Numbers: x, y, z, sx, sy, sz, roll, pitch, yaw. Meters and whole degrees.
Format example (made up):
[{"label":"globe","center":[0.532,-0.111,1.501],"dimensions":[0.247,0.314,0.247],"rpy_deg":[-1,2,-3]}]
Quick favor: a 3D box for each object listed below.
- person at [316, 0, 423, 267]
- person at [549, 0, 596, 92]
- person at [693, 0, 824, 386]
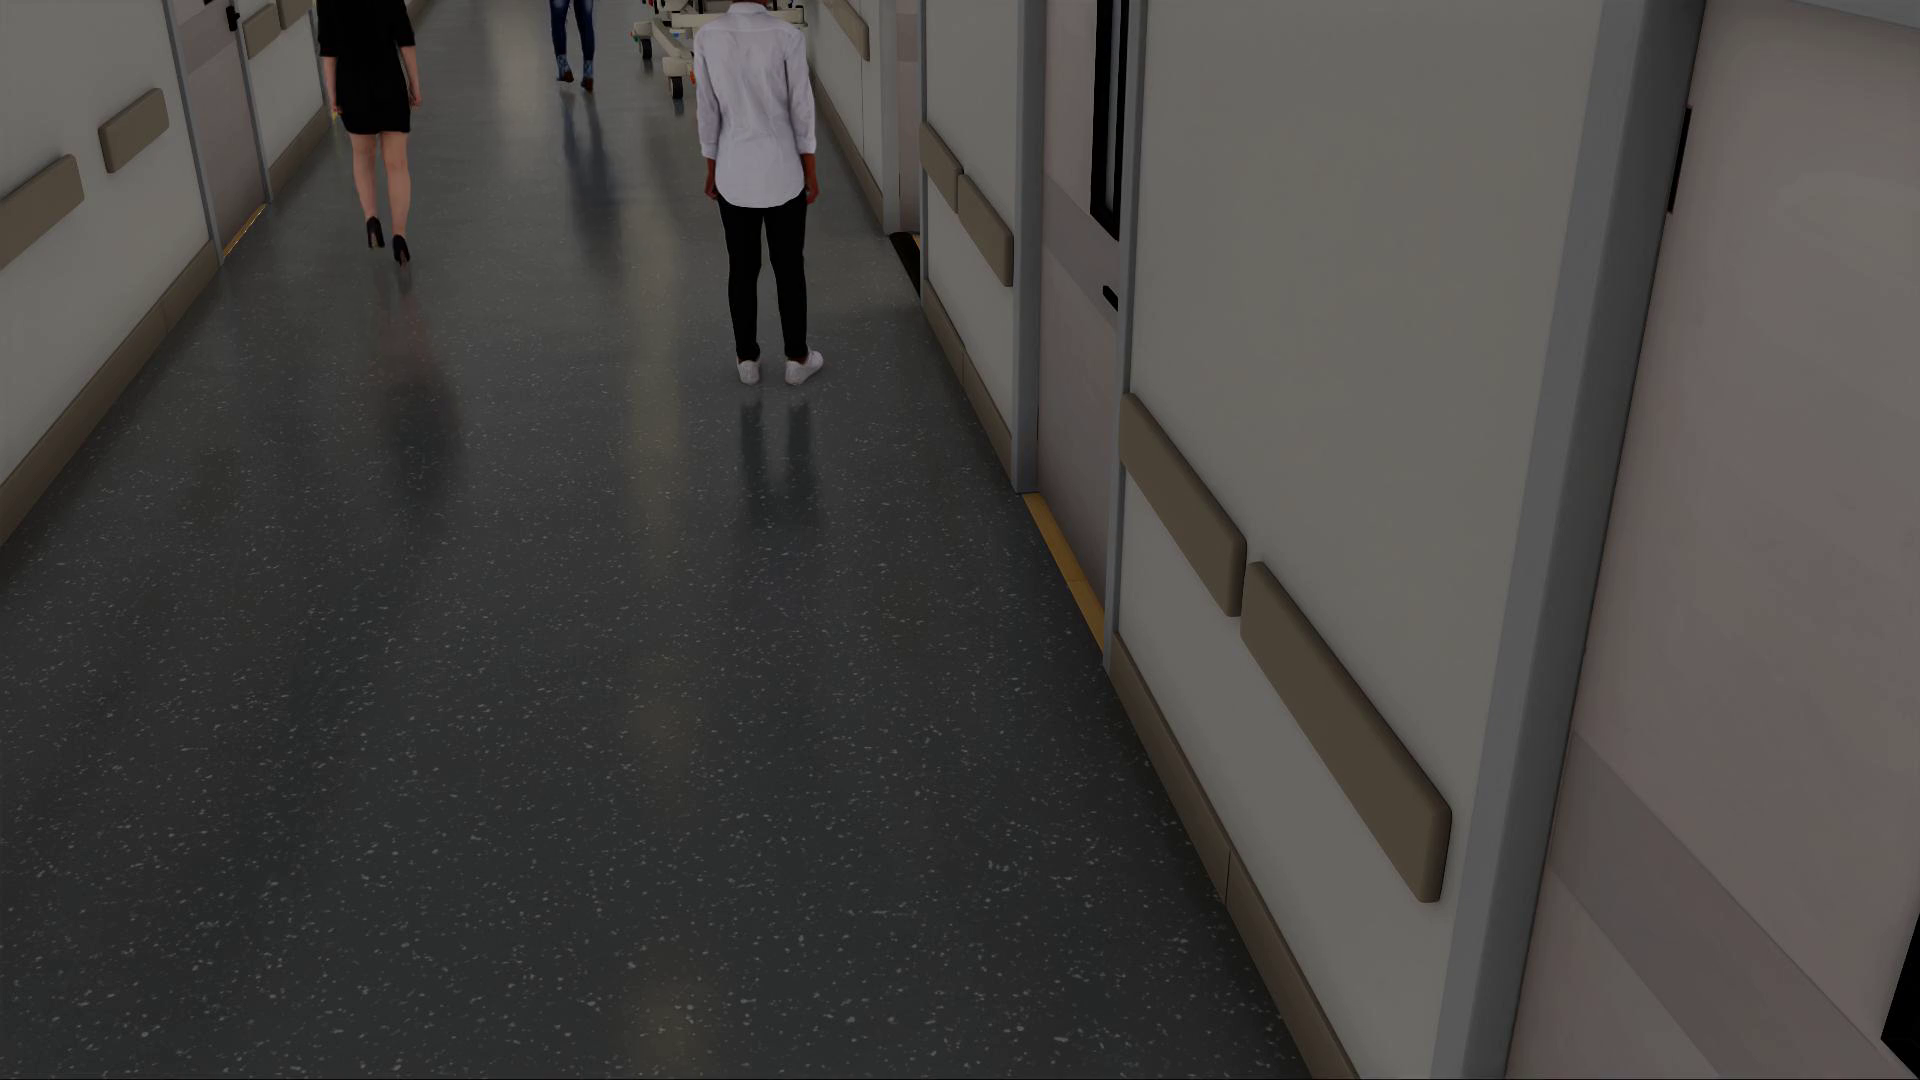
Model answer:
[{"label":"person","center":[-2.926,-2.196,8.272],"dimensions":[0.518,1.683,0.654],"rpy_deg":[-4,26,-9]},{"label":"person","center":[-2.893,-4.209,12.537],"dimensions":[0.721,1.605,0.789],"rpy_deg":[-12,28,-24]},{"label":"person","center":[-0.810,-1.516,6.716],"dimensions":[0.594,1.809,0.748],"rpy_deg":[3,26,6]}]
